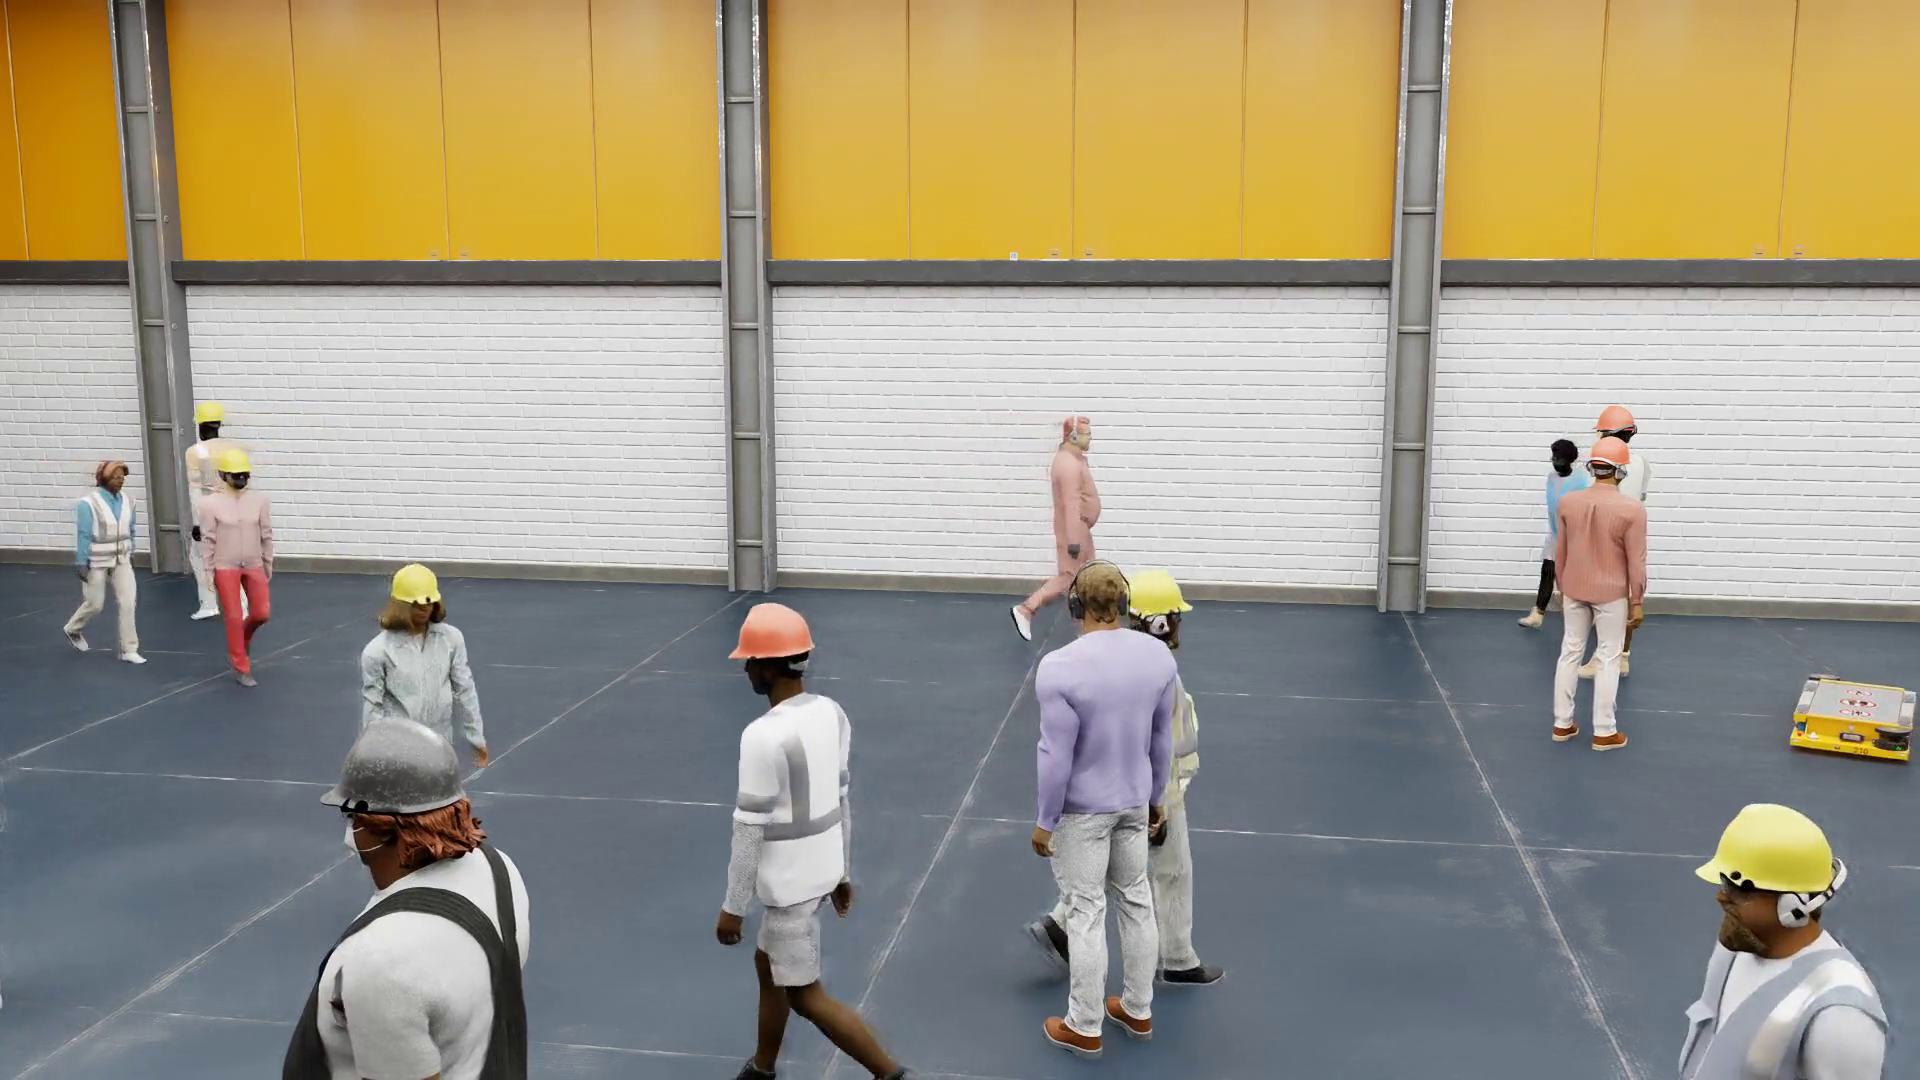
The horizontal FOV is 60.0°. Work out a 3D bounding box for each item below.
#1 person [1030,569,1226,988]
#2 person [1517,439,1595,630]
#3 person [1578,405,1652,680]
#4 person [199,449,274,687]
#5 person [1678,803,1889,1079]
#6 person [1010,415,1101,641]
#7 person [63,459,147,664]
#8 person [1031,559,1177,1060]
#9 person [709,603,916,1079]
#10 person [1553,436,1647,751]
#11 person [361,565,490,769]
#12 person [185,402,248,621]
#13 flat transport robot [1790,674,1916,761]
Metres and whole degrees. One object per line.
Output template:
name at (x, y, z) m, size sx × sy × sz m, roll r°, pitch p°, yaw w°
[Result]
person at (0.724, 1.012, 6.974) m, size 0.754 × 1.812 × 0.602 m, roll -2°, pitch 9°, yaw -13°
person at (5.071, -0.035, 13.929) m, size 0.881 × 1.628 × 0.545 m, roll -4°, pitch 10°, yaw -21°
person at (4.808, 0.027, 12.325) m, size 0.608 × 2.044 × 0.371 m, roll -6°, pitch 11°, yaw -32°
person at (-5.322, 0.192, 12.220) m, size 0.517 × 1.752 × 0.530 m, roll 9°, pitch 13°, yaw 44°
person at (1.874, 1.503, 3.909) m, size 0.428 × 1.816 × 0.619 m, roll 1°, pitch 9°, yaw 3°
person at (0.866, -0.079, 13.487) m, size 0.834 × 1.878 × 0.653 m, roll 1°, pitch 9°, yaw 5°
person at (-6.657, 0.157, 12.857) m, size 0.705 × 1.601 × 0.535 m, roll 4°, pitch 10°, yaw 25°
person at (0.551, 1.033, 6.442) m, size 0.635 × 1.936 × 0.352 m, roll -6°, pitch 11°, yaw -32°
person at (-0.502, 1.165, 5.756) m, size 0.906 × 1.911 × 0.550 m, roll 4°, pitch 10°, yaw 21°
person at (4.082, 0.333, 10.610) m, size 0.403 × 1.987 × 0.617 m, roll -8°, pitch 12°, yaw -40°
person at (-2.405, 0.962, 7.565) m, size 0.704 × 1.719 × 0.507 m, roll 7°, pitch 12°, yaw 38°
person at (-6.421, -0.231, 14.318) m, size 0.682 × 1.908 × 0.612 m, roll 5°, pitch 10°, yaw 28°
flat transport robot at (5.873, 1.142, 10.898) m, size 0.652 × 0.197 × 1.431 m, roll 6°, pitch 11°, yaw 31°
